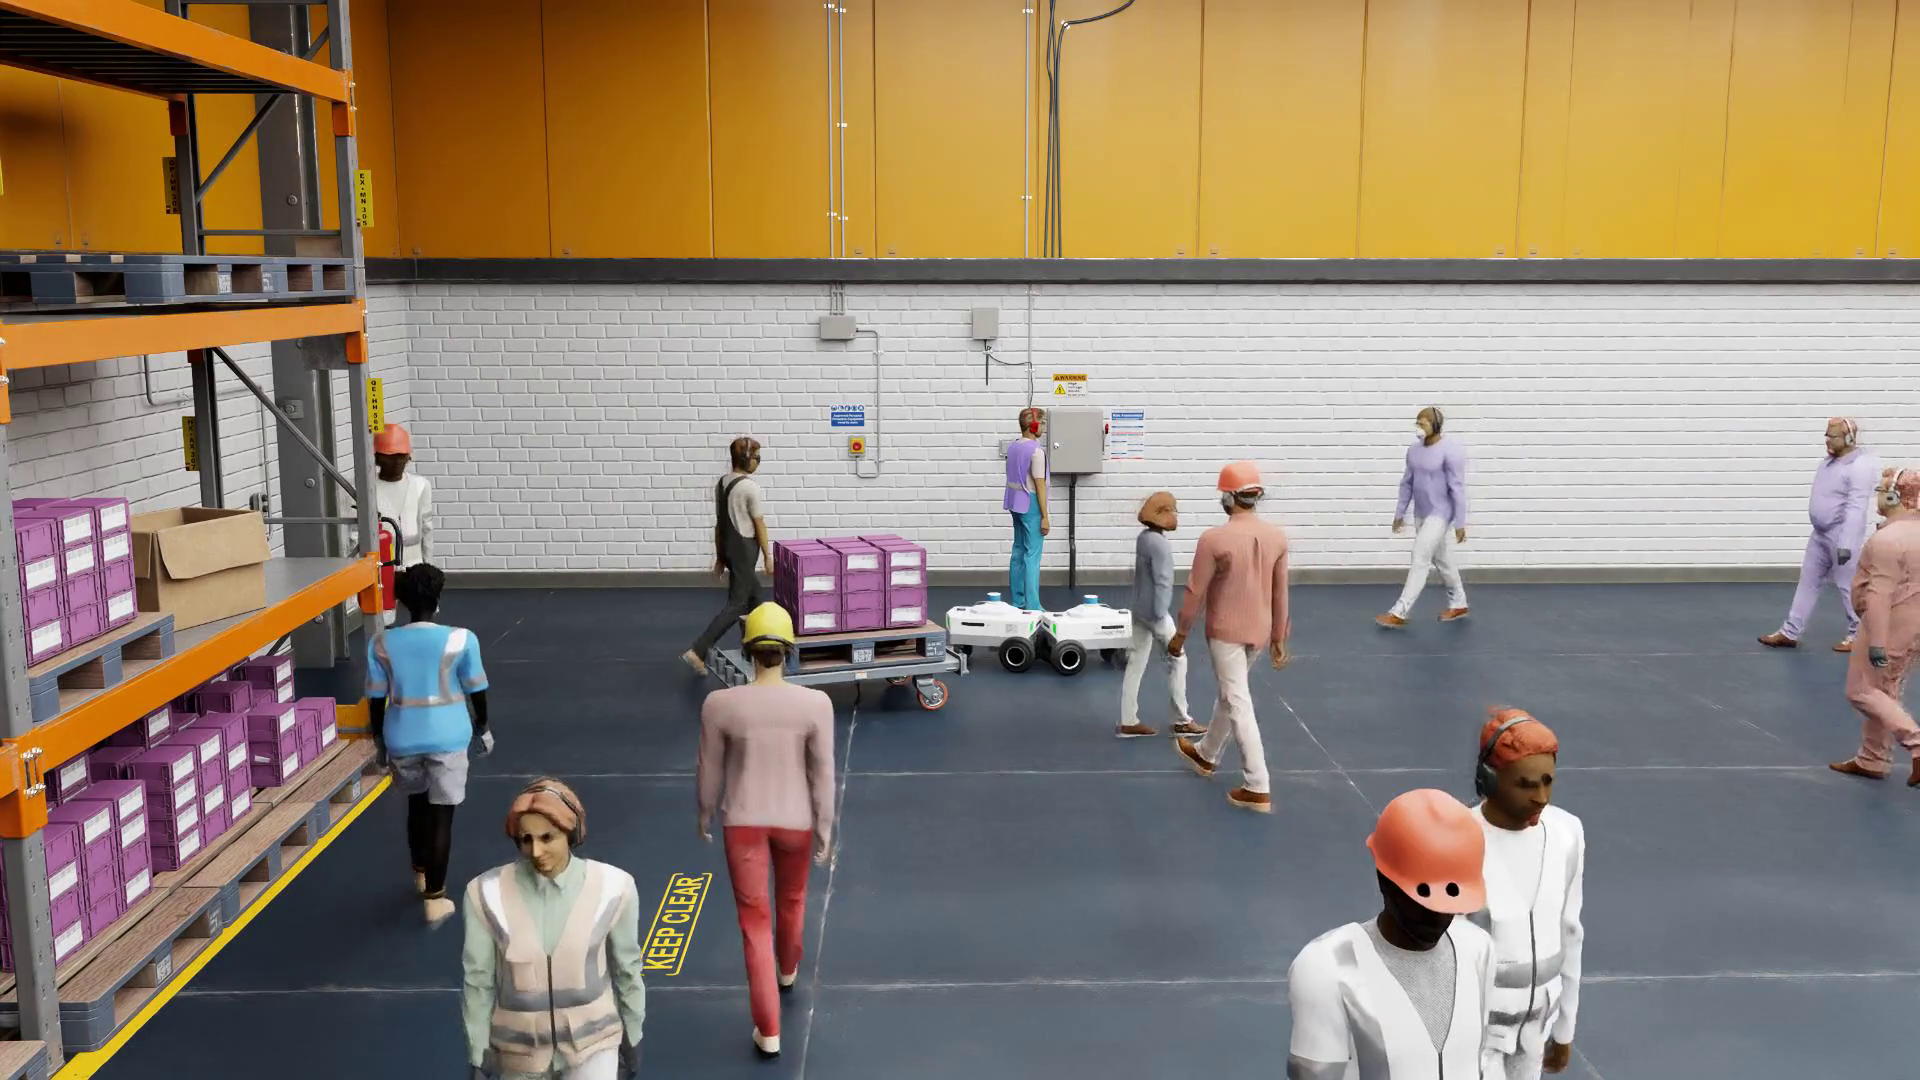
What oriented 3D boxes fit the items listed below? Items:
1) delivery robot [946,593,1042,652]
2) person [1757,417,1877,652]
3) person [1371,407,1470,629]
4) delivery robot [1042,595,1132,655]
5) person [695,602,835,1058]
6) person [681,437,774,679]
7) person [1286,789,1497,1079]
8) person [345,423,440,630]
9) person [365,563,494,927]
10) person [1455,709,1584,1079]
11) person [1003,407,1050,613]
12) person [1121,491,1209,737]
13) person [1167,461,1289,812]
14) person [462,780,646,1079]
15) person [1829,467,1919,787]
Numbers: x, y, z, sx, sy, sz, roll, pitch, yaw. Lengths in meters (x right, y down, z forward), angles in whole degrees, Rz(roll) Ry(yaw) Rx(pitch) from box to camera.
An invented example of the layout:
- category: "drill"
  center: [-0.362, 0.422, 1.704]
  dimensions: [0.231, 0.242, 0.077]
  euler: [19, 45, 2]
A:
- category: "delivery robot"
  center: [0.258, 0.646, 12.720]
  dimensions: [0.707, 0.478, 0.477]
  euler: [2, 10, 15]
- category: "person"
  center: [6.867, -0.032, 13.141]
  dimensions: [0.824, 1.869, 0.669]
  euler: [0, 9, -1]
- category: "person"
  center: [3.973, -0.191, 14.095]
  dimensions: [1.039, 1.883, 0.651]
  euler: [-3, 10, -19]
- category: "delivery robot"
  center: [0.992, 0.662, 12.621]
  dimensions: [0.707, 0.478, 0.477]
  euler: [-2, 9, -12]
- category: "person"
  center: [-0.779, 1.098, 6.641]
  dimensions: [0.537, 1.722, 0.886]
  euler: [-2, 9, -12]
- category: "person"
  center: [-1.697, 0.131, 12.385]
  dimensions: [0.897, 1.808, 0.499]
  euler: [-6, 11, -34]
- category: "person"
  center: [0.981, 1.478, 3.706]
  dimensions: [0.542, 1.928, 0.374]
  euler: [-4, 10, -25]
- category: "person"
  center: [-3.753, 0.232, 11.071]
  dimensions: [0.625, 2.019, 0.667]
  euler: [-8, 12, -40]
- category: "person"
  center: [-2.472, 0.932, 7.857]
  dimensions: [0.540, 1.671, 0.705]
  euler: [0, 9, 2]
- category: "person"
  center: [1.463, 1.353, 4.738]
  dimensions: [0.583, 1.856, 0.836]
  euler: [-4, 10, -23]
- category: "person"
  center: [0.589, -0.231, 14.442]
  dimensions: [0.389, 1.843, 0.567]
  euler: [-5, 10, -26]
- category: "person"
  center: [1.354, 0.485, 10.739]
  dimensions: [0.693, 1.604, 0.530]
  euler: [-2, 9, -13]
- category: "person"
  center: [1.520, 0.517, 9.553]
  dimensions: [0.620, 1.943, 0.983]
  euler: [-7, 11, -35]
- category: "person"
  center: [-1.175, 1.447, 4.871]
  dimensions: [0.507, 1.602, 0.777]
  euler: [-2, 9, -10]
- category: "person"
  center: [5.473, 0.522, 9.694]
  dimensions: [0.649, 1.889, 0.616]
  euler: [-7, 11, -36]
